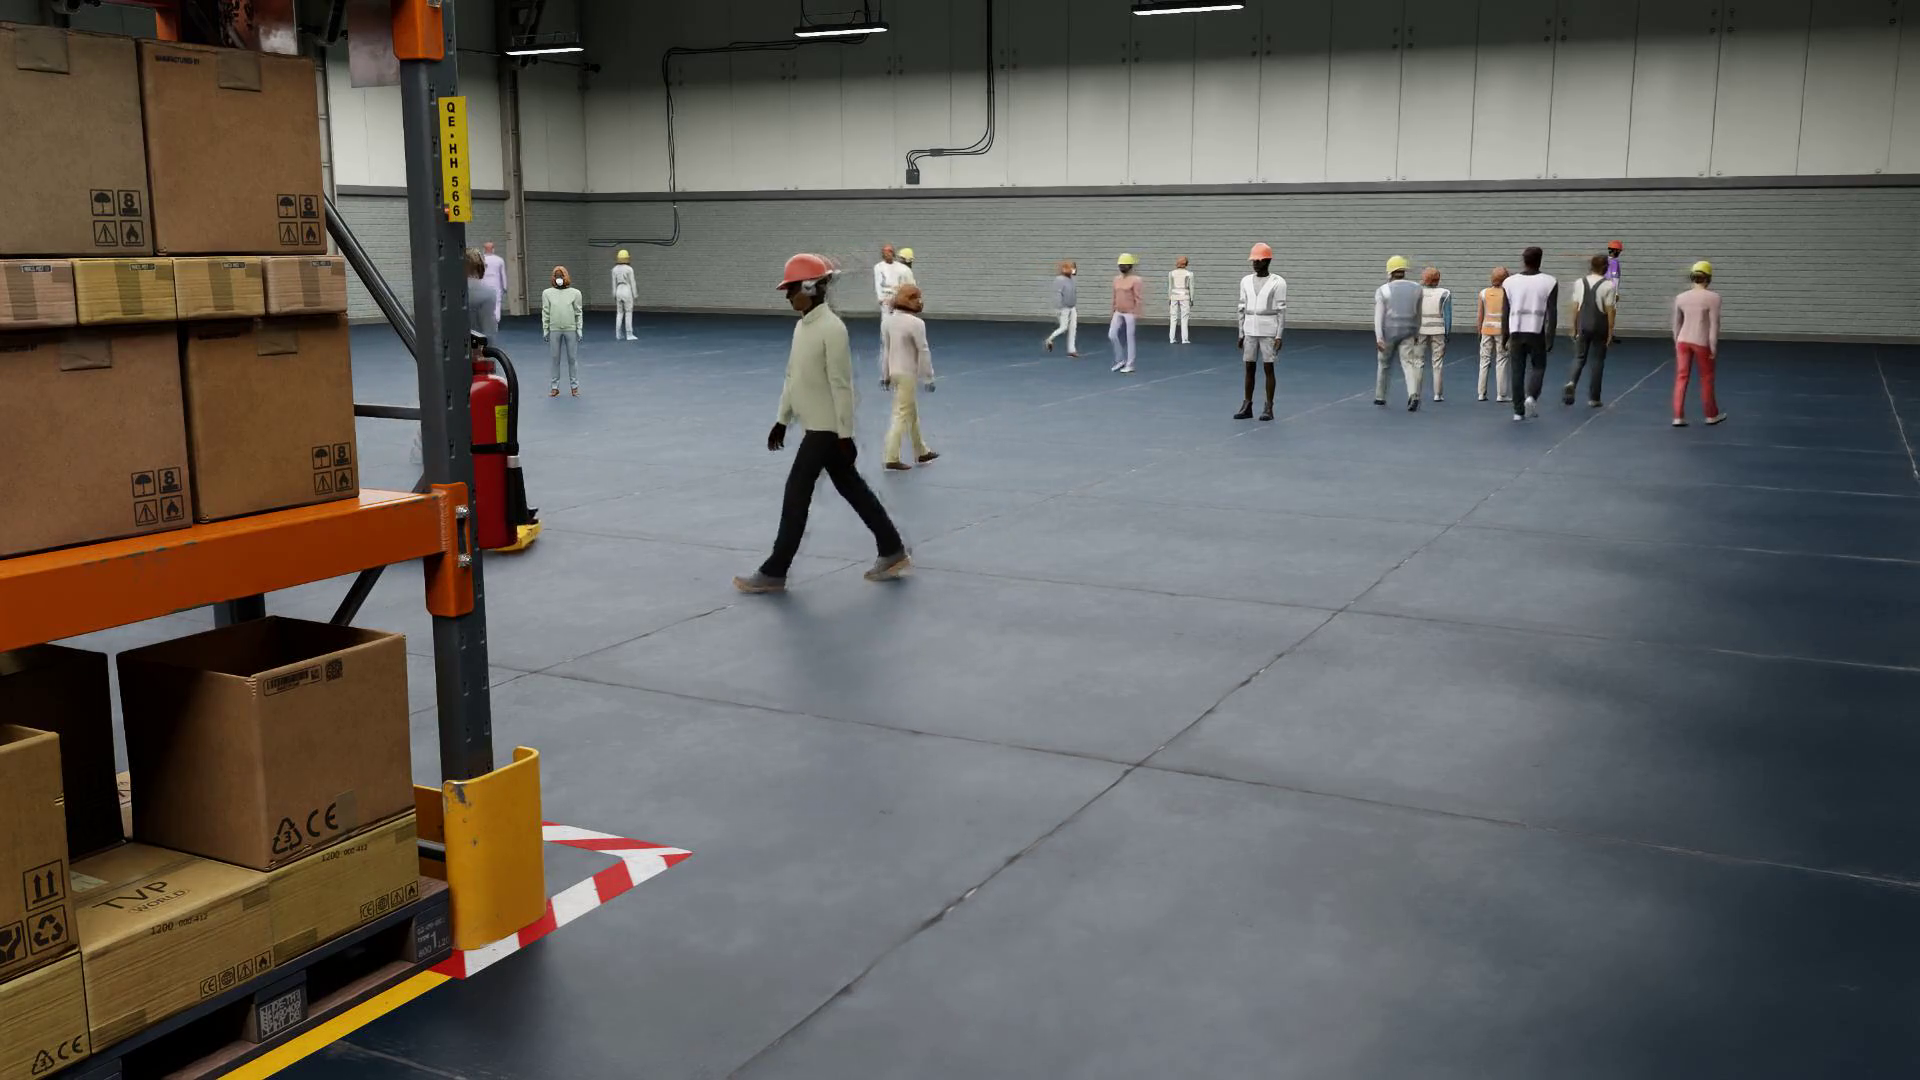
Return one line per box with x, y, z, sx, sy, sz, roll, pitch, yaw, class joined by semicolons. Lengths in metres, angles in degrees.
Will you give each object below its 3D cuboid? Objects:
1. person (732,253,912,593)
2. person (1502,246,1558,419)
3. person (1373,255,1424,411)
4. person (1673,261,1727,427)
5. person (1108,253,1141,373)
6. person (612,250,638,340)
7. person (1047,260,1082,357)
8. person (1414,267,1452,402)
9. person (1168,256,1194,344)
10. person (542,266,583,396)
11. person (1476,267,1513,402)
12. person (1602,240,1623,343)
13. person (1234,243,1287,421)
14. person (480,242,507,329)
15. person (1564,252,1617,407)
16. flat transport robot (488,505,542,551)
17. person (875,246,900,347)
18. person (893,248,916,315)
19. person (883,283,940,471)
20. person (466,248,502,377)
-0.755;-0.671;9.561;1.097;1.934;0.599;-3;11;-18;person
6.231;-2.262;18.244;0.590;1.908;0.446;5;12;27;person
5.106;-2.399;19.312;0.595;1.798;0.889;-1;10;-3;person
7.854;-2.073;17.644;0.725;1.736;0.551;-8;13;-36;person
2.409;-3.336;24.497;0.546;1.751;0.449;10;14;43;person
-6.507;-4.756;32.298;0.490;1.744;0.296;5;12;27;person
1.749;-3.857;27.714;0.514;1.616;0.574;-10;14;-44;person
5.722;-2.500;20.263;0.511;1.644;0.307;3;11;15;person
4.131;-4.481;31.105;0.509;1.629;0.316;5;12;26;person
-5.004;-2.622;20.951;0.505;1.633;0.279;-1;10;-7;person
6.529;-2.493;20.231;0.523;1.640;0.306;10;14;43;person
12.226;-4.658;31.234;0.359;1.936;0.544;-1;10;-7;person
3.290;-2.275;18.227;0.547;1.939;0.376;7;13;35;person
-10.125;-5.480;35.896;0.658;1.873;0.924;-2;11;-12;person
7.384;-2.447;19.453;0.533;1.832;0.633;10;14;42;person
-3.509;-0.082;10.821;1.431;0.197;0.652;0;10;-3;flat transport robot
-1.220;-4.352;29.855;0.637;1.827;0.970;-5;11;-23;person
-0.926;-4.207;29.161;0.789;1.794;0.602;-4;11;-19;person
-0.377;-1.410;14.427;0.770;1.602;0.521;-7;13;-35;person
-4.492;-1.698;15.186;0.631;1.915;0.810;6;12;29;person
